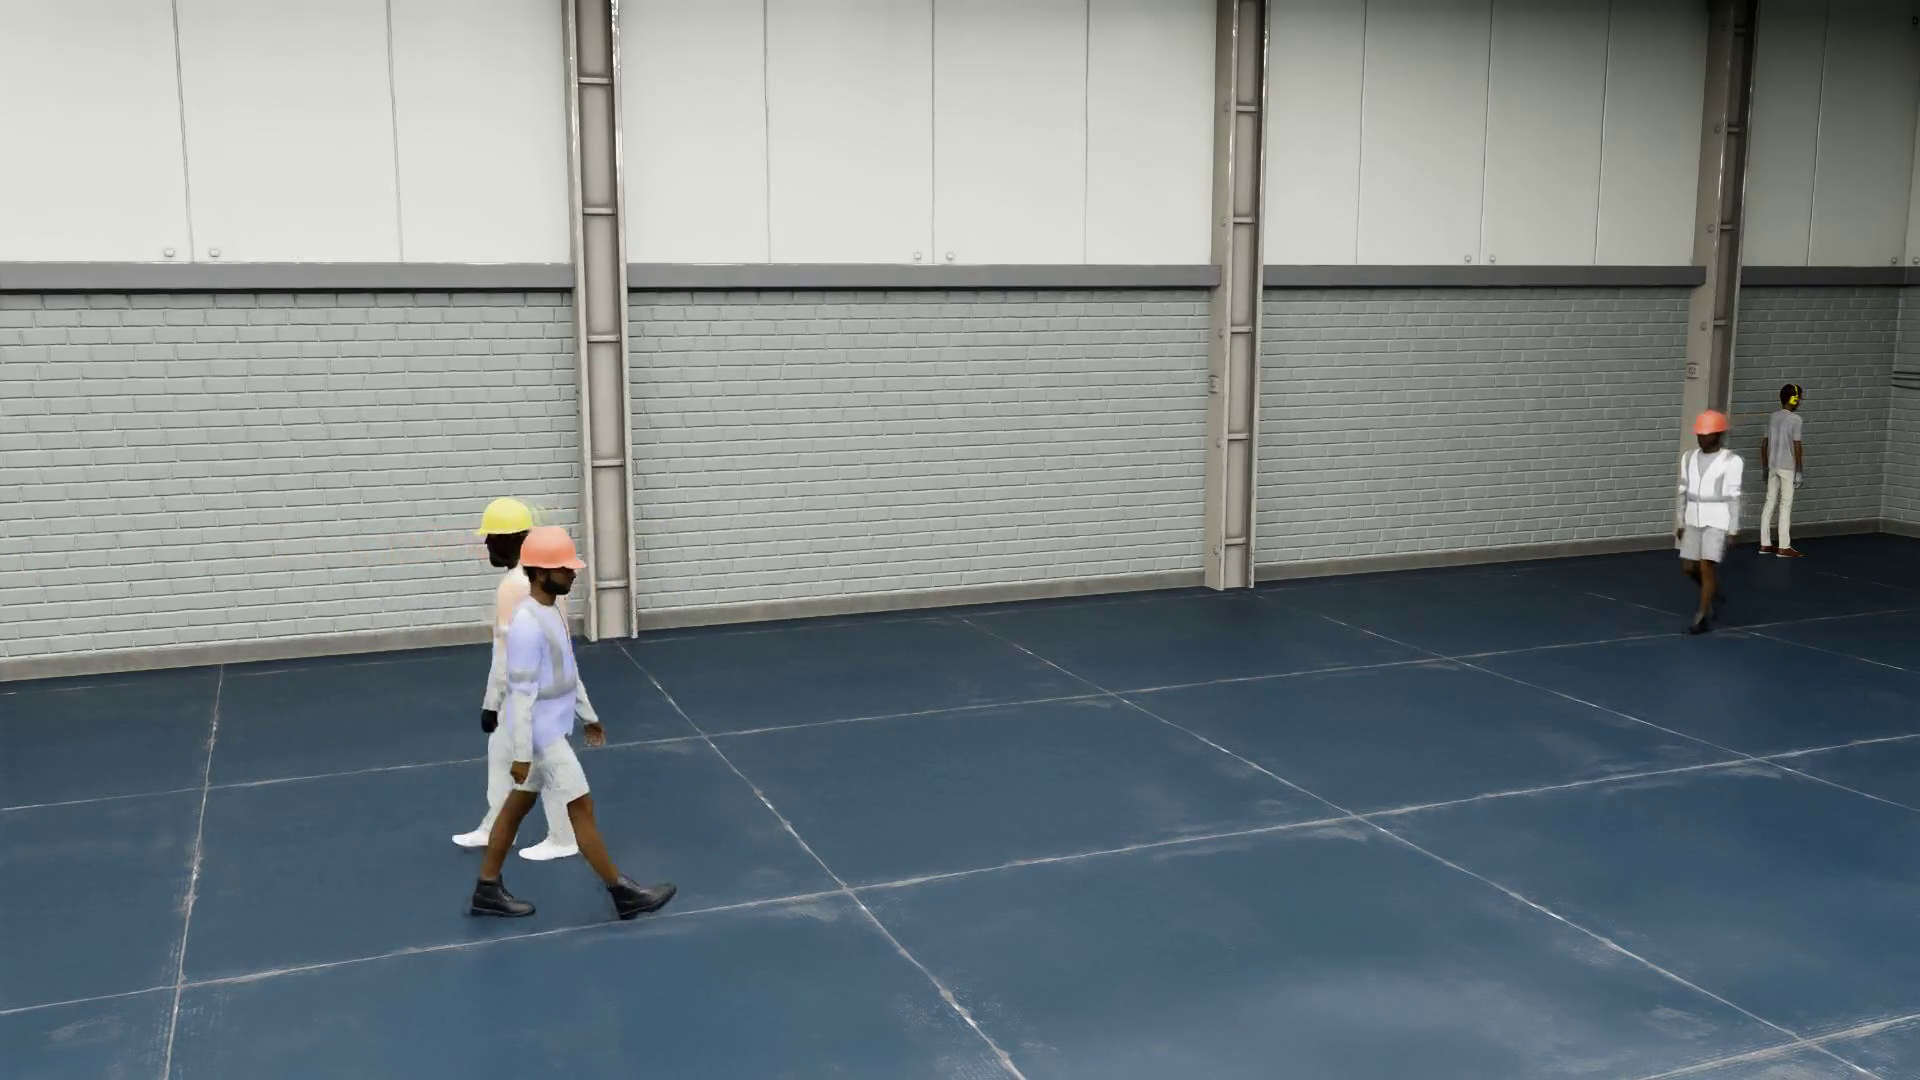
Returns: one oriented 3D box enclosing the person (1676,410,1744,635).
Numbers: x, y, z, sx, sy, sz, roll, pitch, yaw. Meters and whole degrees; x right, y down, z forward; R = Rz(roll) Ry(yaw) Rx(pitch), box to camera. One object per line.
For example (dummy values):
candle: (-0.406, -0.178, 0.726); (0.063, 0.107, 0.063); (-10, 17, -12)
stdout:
person: (6.373, -0.157, 14.126); (0.577, 1.921, 0.550); (-6, 11, -33)

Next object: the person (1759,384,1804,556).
person: (8.912, -0.752, 18.005); (0.330, 1.861, 0.518); (-3, 10, -21)

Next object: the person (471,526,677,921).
person: (-1.865, 0.867, 7.758); (0.992, 1.882, 0.548); (-1, 9, -8)

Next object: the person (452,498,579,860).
person: (-2.357, 0.733, 8.538); (0.804, 1.897, 0.621); (-1, 9, -4)
